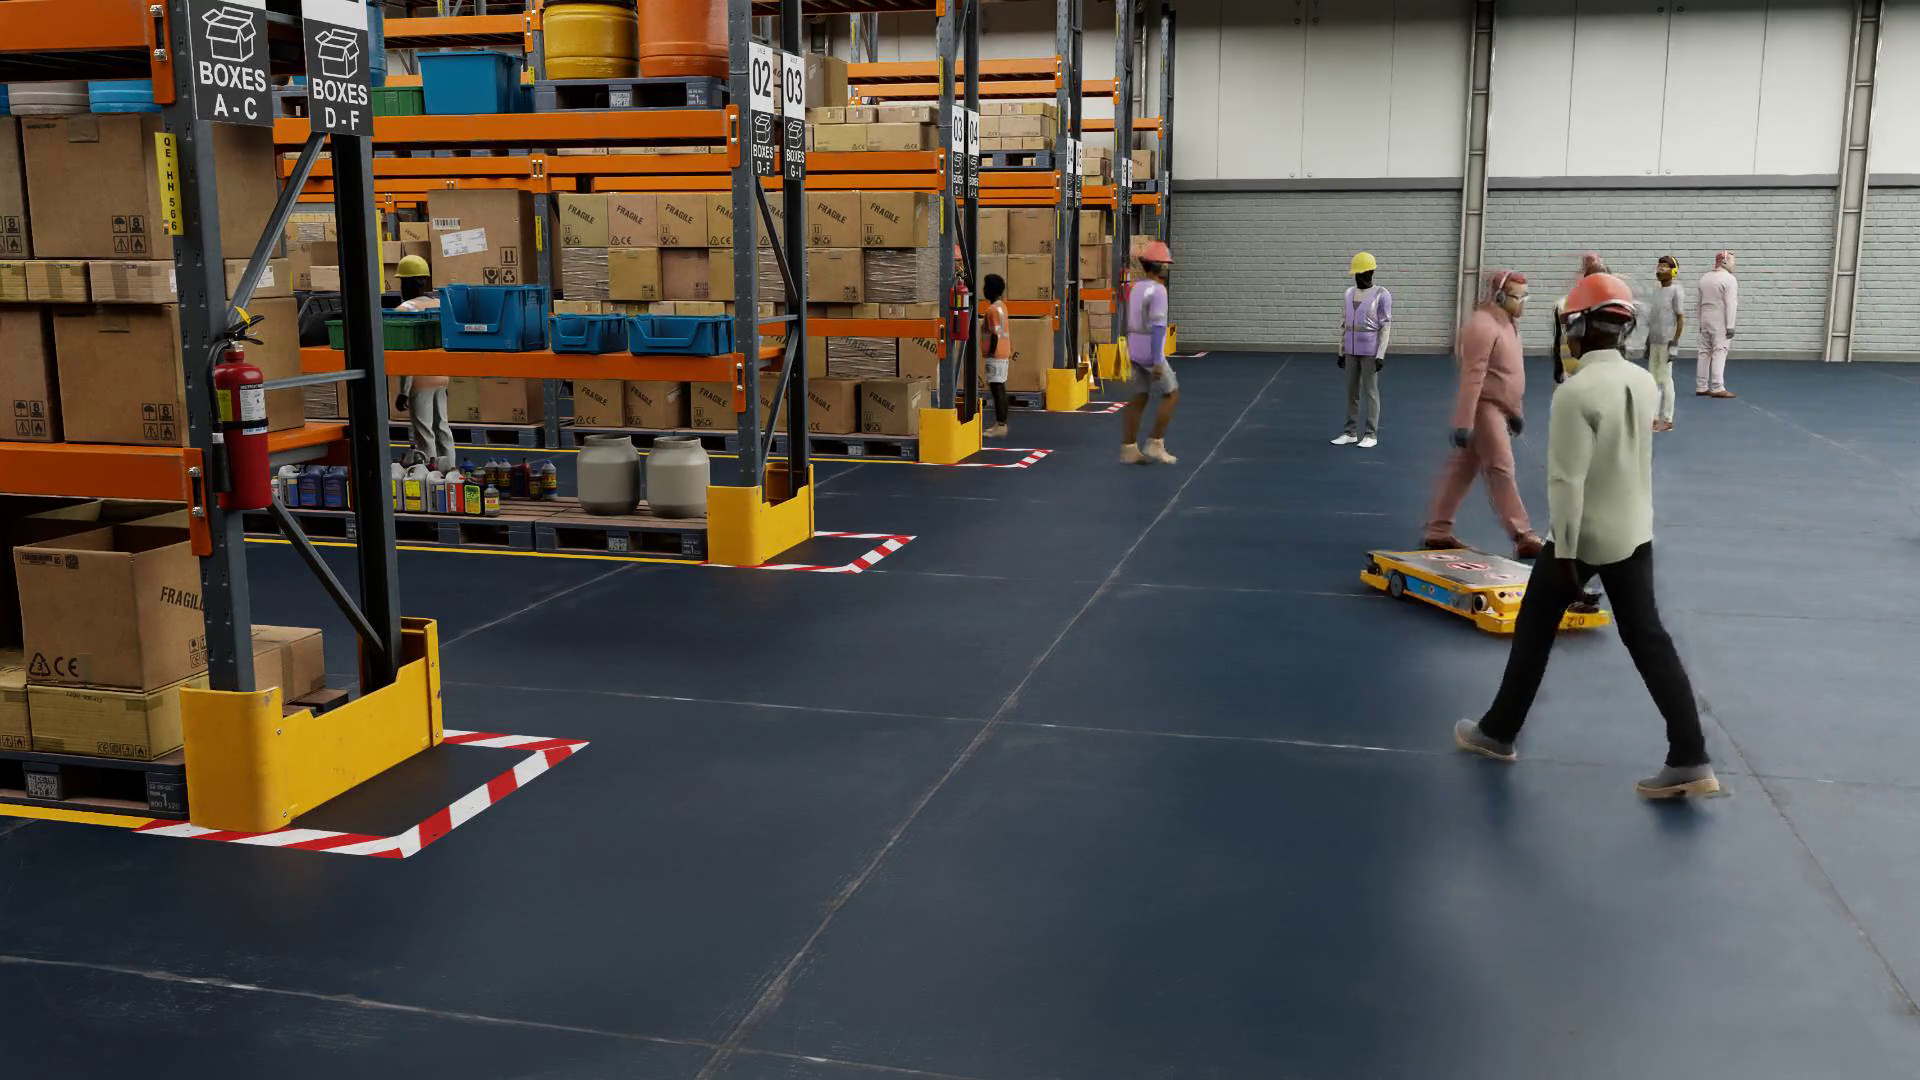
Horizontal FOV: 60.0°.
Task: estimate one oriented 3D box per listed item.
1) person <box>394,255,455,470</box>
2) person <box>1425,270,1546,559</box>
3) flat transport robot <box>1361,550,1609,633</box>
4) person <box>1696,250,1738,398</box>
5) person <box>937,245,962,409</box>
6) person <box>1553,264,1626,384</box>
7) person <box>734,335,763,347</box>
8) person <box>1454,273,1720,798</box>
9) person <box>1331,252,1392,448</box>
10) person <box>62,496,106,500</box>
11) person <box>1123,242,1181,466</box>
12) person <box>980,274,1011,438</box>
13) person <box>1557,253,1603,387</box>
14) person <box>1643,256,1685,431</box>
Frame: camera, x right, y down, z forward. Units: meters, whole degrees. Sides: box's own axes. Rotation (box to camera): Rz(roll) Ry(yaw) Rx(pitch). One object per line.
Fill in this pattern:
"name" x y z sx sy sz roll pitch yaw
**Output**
"person" -4.118 -1.207 12.735 0.378 1.928 0.585 3 11 19
"person" 3.459 -0.795 10.672 0.932 1.841 0.737 5 12 27
"flat transport robot" 2.875 0.254 9.236 0.652 0.197 1.431 -3 11 -16
"person" 9.901 -2.812 21.702 0.400 1.905 0.643 -2 11 -13
"person" -0.124 -2.451 19.440 0.379 1.996 0.611 1 10 3
"person" 5.578 -1.522 14.749 0.438 1.831 0.658 -8 13 -38
"person" -2.320 -2.153 17.972 0.366 1.931 0.542 2 10 12
"person" 2.397 -0.018 6.199 0.599 1.934 1.097 -6 12 -31
"person" 3.975 -1.875 16.456 0.371 1.923 0.586 -8 13 -36
"person" -5.725 -0.799 10.639 0.329 1.872 0.507 2 10 9
"person" 1.767 -1.662 14.997 0.638 2.019 0.656 -3 11 -18
"person" 0.361 -1.900 17.220 0.317 1.695 0.540 2 10 10
"person" 8.539 -2.919 22.410 0.926 1.859 0.646 3 11 14
"person" 7.529 -2.107 17.870 0.323 1.876 0.530 -2 10 -12
